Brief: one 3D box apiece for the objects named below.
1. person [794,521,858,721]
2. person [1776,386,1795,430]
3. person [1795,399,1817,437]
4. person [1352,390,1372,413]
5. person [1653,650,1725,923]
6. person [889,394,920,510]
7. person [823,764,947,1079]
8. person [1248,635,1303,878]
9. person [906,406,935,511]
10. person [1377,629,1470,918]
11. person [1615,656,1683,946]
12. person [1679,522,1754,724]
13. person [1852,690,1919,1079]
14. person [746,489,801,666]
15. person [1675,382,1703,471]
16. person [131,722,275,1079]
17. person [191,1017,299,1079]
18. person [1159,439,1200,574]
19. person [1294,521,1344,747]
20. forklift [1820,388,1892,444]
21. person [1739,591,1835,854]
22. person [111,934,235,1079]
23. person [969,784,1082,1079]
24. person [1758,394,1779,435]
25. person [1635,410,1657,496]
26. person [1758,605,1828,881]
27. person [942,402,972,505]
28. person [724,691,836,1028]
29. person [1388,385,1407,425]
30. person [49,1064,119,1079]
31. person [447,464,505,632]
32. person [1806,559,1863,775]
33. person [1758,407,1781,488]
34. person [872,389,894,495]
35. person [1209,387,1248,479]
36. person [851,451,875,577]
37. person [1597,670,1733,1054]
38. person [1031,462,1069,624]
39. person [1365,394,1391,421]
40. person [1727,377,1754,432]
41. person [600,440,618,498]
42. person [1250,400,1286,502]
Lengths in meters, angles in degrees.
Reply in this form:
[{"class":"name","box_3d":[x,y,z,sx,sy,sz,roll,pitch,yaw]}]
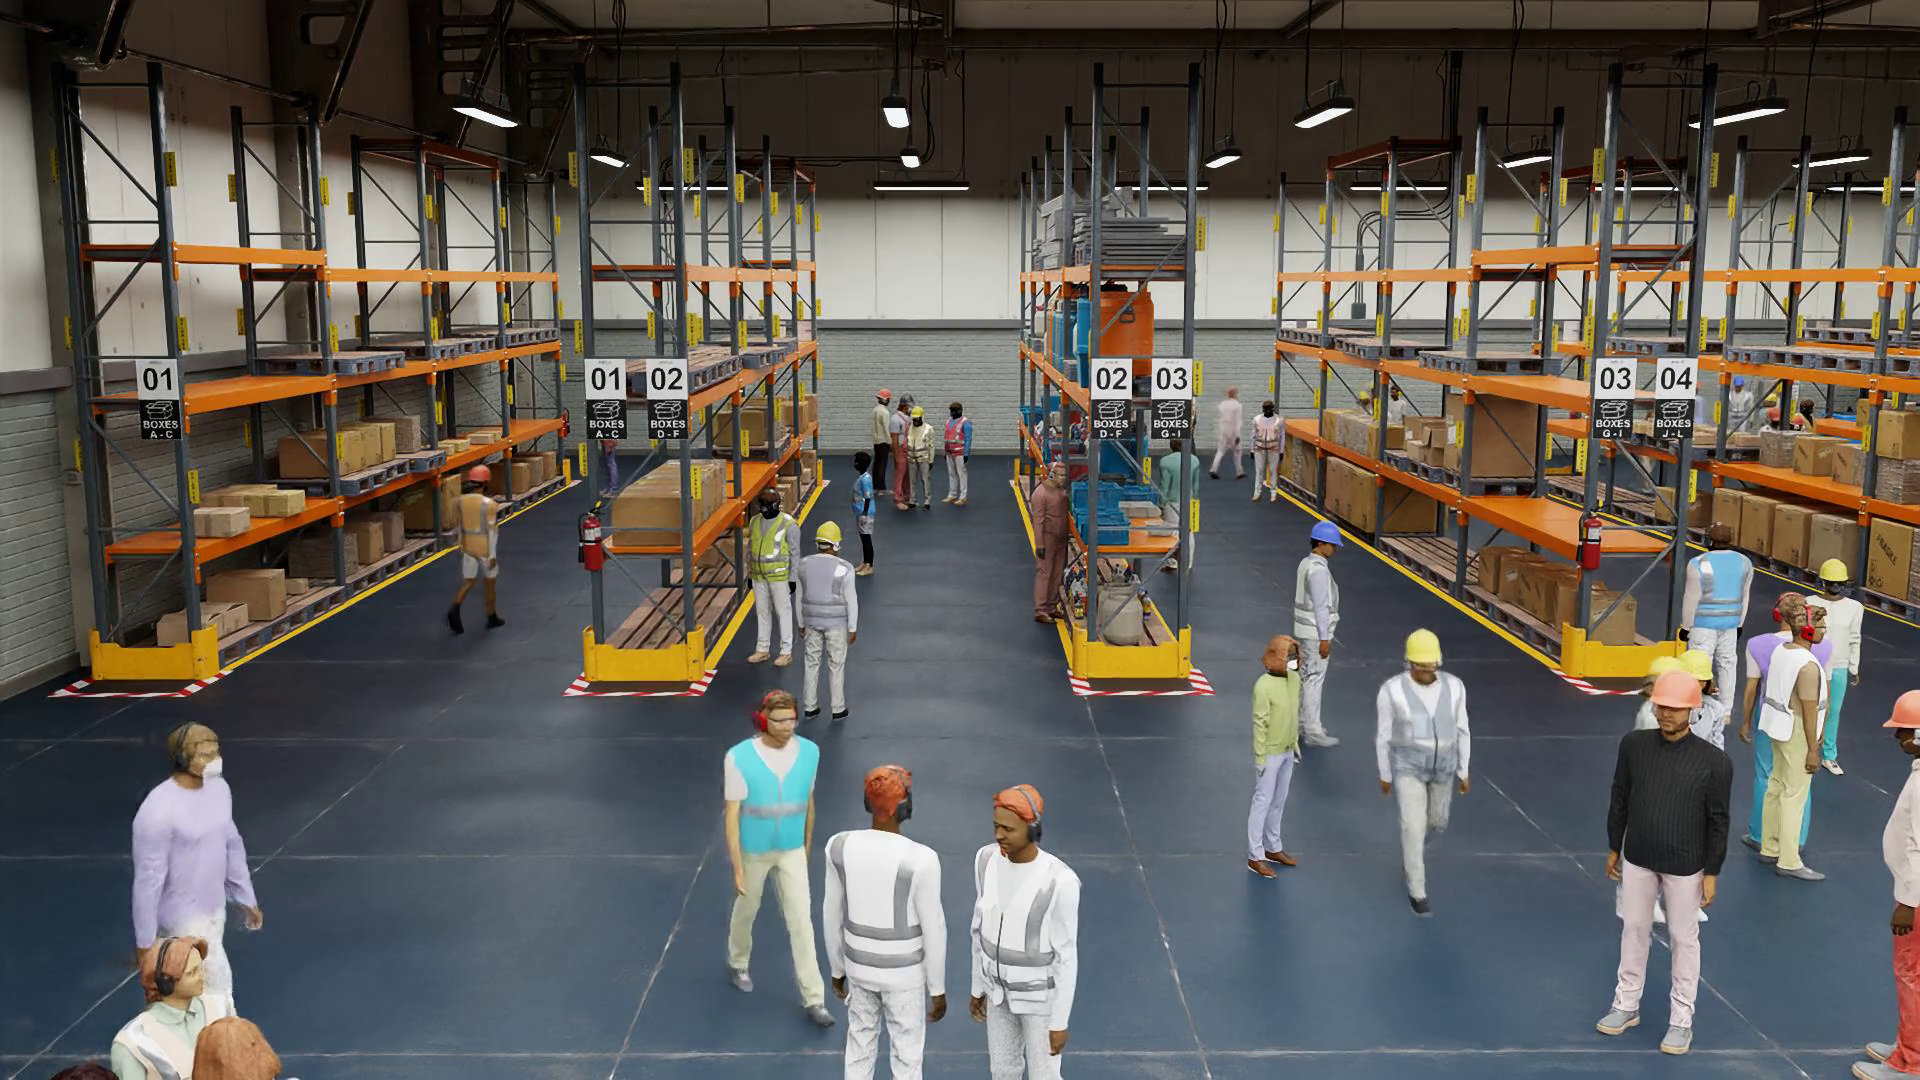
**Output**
[{"class":"person","box_3d":[-1.203,0.741,15.088,0.596,1.826,0.403,3,9,17]},{"class":"person","box_3d":[17.495,-2.426,35.391,0.512,1.851,0.522,-1,9,-7]},{"class":"person","box_3d":[15.446,-1.662,30.472,0.627,1.843,0.429,-5,10,-30]},{"class":"person","box_3d":[8.450,-2.297,34.943,0.514,1.719,0.562,2,9,11]},{"class":"person","box_3d":[4.491,1.525,10.325,0.481,1.734,0.329,0,9,1]},{"class":"person","box_3d":[-0.908,-1.554,29.144,0.536,2.000,0.688,5,10,31]},{"class":"person","box_3d":[-0.322,1.914,7.331,0.584,1.883,0.337,4,10,26]},{"class":"person","box_3d":[2.139,1.436,11.212,0.267,1.632,0.507,8,12,42]},{"class":"person","box_3d":[-0.726,-1.417,28.969,0.595,1.825,0.404,4,10,22]},{"class":"person","box_3d":[2.965,1.435,10.693,0.590,1.801,0.788,-1,9,-6]},{"class":"person","box_3d":[4.193,1.571,10.134,0.323,1.701,0.676,5,10,29]},{"class":"person","box_3d":[6.749,0.755,14.927,0.622,1.845,0.429,-1,9,-9]},{"class":"person","box_3d":[4.747,1.725,8.268,0.410,1.980,0.622,6,11,34]},{"class":"person","box_3d":[-1.966,0.386,17.297,0.635,1.842,0.429,5,10,29]},{"class":"person","box_3d":[15.378,-2.414,35.115,0.717,1.905,0.563,7,11,37]},{"class":"person","box_3d":[-3.522,1.807,7.933,0.959,1.900,0.642,1,9,4]},{"class":"person","box_3d":[-2.306,2.339,5.434,0.272,1.627,0.500,4,10,24]},{"class":"person","box_3d":[2.970,-0.502,22.698,0.629,1.940,0.376,-4,10,-25]},{"class":"person","box_3d":[3.077,0.800,14.330,0.403,1.937,0.604,0,9,-2]},{"class":"forklift","box_3d":[20.072,-3.110,36.462,1.873,2.768,1.129,0,9,0]},{"class":"person","box_3d":[5.731,1.276,11.561,0.565,1.846,0.390,2,9,11]},{"class":"person","box_3d":[-2.827,2.232,6.070,0.309,1.641,0.515,4,10,22]},{"class":"person","box_3d":[0.268,1.955,7.102,0.576,1.873,0.352,9,12,44]},{"class":"person","box_3d":[16.308,-2.091,33.589,0.326,1.735,0.491,0,9,-2]},{"class":"person","box_3d":[12.897,-1.627,31.027,0.536,1.586,0.856,0,9,0]},{"class":"person","box_3d":[5.585,1.339,11.153,0.389,1.847,0.566,1,9,4]},{"class":"person","box_3d":[-0.071,-1.546,29.734,0.429,1.840,0.636,-7,12,-40]},{"class":"person","box_3d":[-1.029,1.690,9.082,0.587,1.795,0.986,-5,10,-28]},{"class":"person","box_3d":[8.992,-2.269,34.339,0.328,1.860,0.513,-7,11,-37]},{"class":"person","box_3d":[-2.323,2.332,4.529,0.593,1.922,0.392,3,9,18]},{"class":"person","box_3d":[-5.509,0.106,18.875,0.550,1.919,0.770,3,9,18]},{"class":"person","box_3d":[6.994,1.023,13.444,0.524,1.770,0.315,2,9,10]},{"class":"person","box_3d":[13.714,-1.316,28.124,0.575,1.877,0.700,-3,9,-17]},{"class":"person","box_3d":[-1.444,-1.837,31.144,0.402,1.986,0.611,-4,10,-23]},{"class":"person","box_3d":[5.424,-2.153,33.564,0.937,1.875,0.661,-7,11,-38]},{"class":"person","box_3d":[-1.314,-0.357,22.540,0.315,1.696,0.541,-2,9,-11]},{"class":"person","box_3d":[3.663,1.652,8.659,0.611,1.997,0.375,9,12,44]},{"class":"person","box_3d":[1.091,0.025,19.472,0.401,1.894,0.654,6,11,34]},{"class":"person","box_3d":[7.746,-1.787,31.016,0.547,1.929,0.385,0,9,2]},{"class":"person","box_3d":[16.973,-2.610,36.356,0.649,1.897,0.991,5,10,29]},{"class":"person","box_3d":[-6.523,-1.774,30.731,0.392,1.986,0.609,-4,10,-23]},{"class":"person","box_3d":[5.560,-1.605,30.109,0.634,1.842,0.429,3,9,19]}]
